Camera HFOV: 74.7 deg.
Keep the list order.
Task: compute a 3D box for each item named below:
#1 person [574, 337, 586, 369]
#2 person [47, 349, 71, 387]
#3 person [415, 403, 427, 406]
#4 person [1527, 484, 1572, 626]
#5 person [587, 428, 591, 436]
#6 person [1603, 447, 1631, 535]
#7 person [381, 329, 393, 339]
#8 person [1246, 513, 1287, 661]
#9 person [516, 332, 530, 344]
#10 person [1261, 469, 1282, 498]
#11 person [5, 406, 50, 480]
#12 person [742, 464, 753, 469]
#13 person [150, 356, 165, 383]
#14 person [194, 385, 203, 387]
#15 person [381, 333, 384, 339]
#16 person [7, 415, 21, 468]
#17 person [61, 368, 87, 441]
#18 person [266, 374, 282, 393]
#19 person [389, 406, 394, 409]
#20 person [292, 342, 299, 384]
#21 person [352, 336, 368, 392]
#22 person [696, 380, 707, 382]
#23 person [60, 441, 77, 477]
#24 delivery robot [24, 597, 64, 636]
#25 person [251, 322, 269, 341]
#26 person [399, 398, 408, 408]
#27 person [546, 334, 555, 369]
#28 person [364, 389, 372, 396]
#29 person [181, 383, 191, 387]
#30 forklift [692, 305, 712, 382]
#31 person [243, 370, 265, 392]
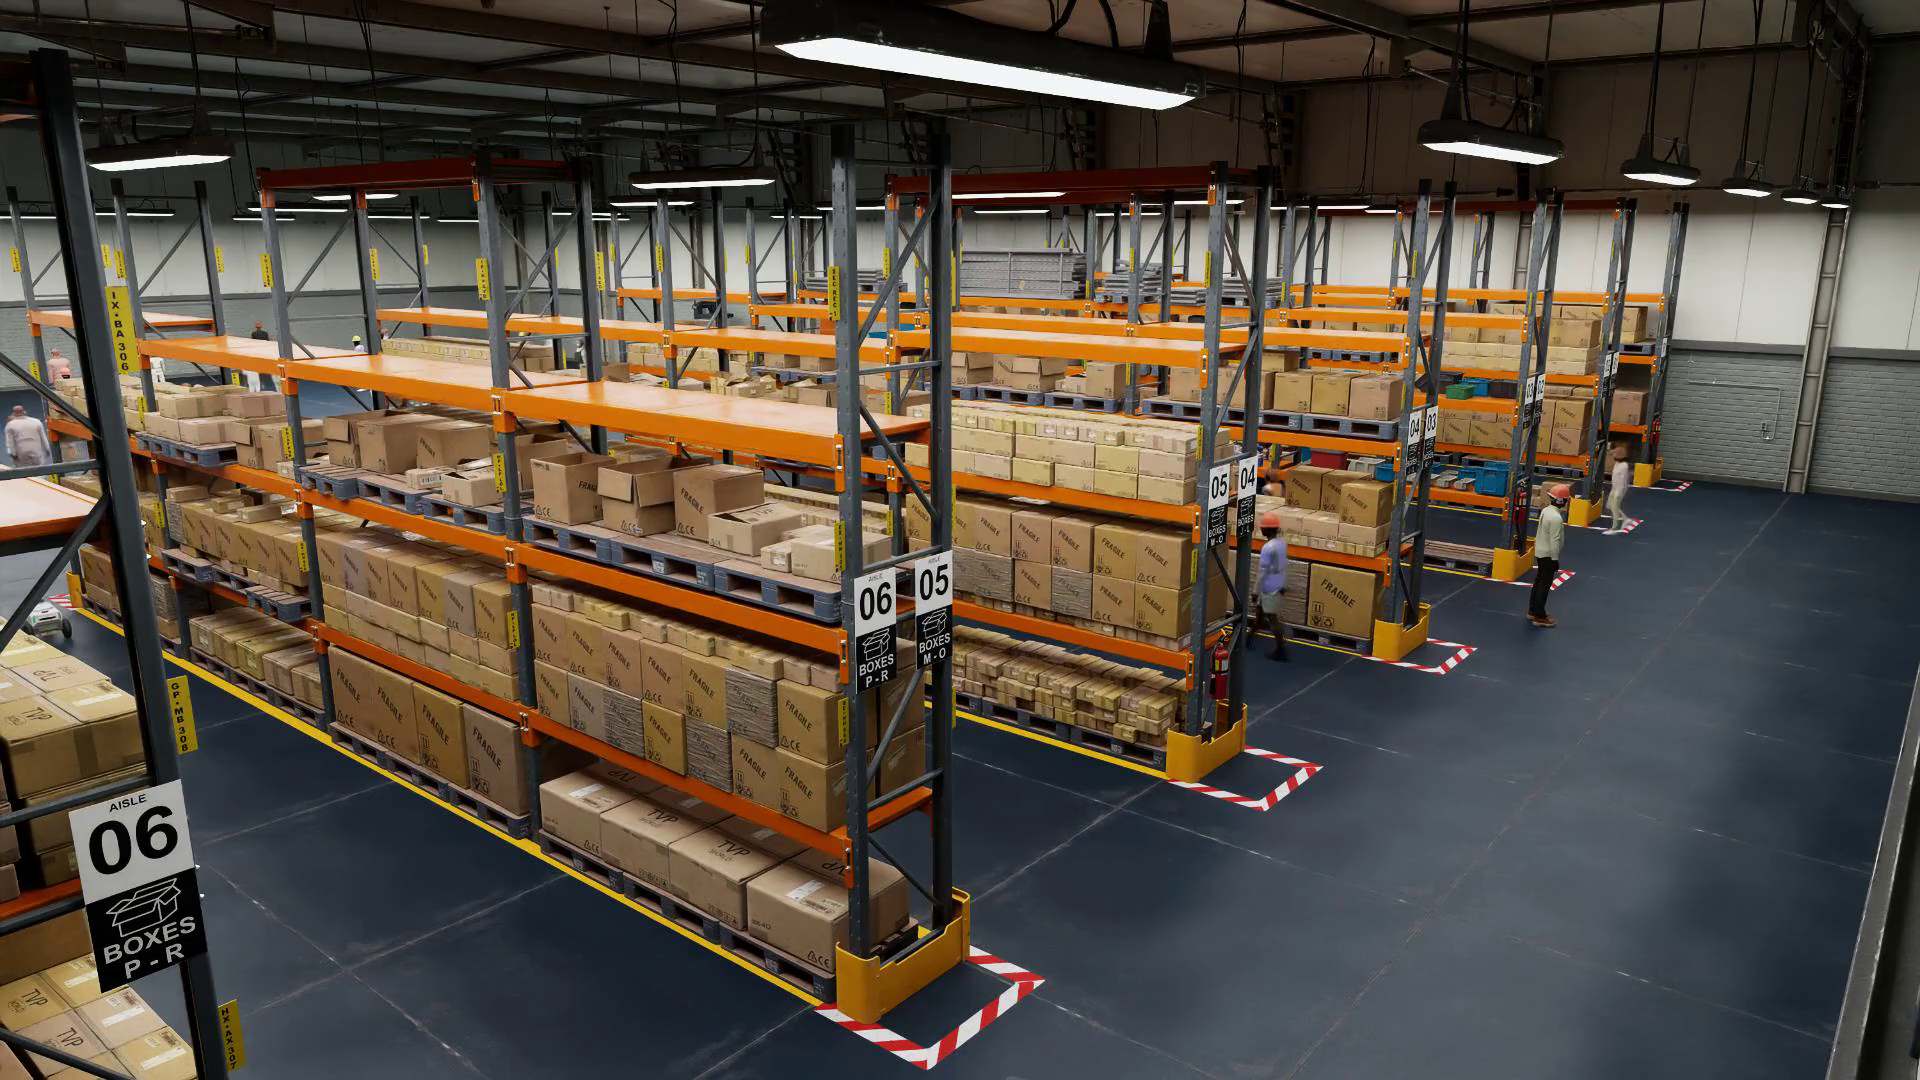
[{"bbox_3d":[-12.896,-5.920,42.820,1.036,2.000,0.701,-13,19,-43],"label":"person"},{"bbox_3d":[-27.915,-4.958,39.049,0.401,1.910,0.641,7,15,26],"label":"person"},{"bbox_3d":[-16.654,-4.853,38.805,0.649,1.810,0.796,-5,15,-21],"label":"person"},{"bbox_3d":[8.292,0.198,17.688,0.409,1.986,0.623,3,14,11],"label":"person"},{"bbox_3d":[-8.437,-2.462,28.824,0.961,1.901,0.544,-6,15,-24],"label":"person"},{"bbox_3d":[12.032,-0.891,22.933,0.431,1.612,0.535,2,14,9],"label":"person"},{"bbox_3d":[-21.781,-7.058,47.787,0.670,1.856,0.937,-4,14,-16],"label":"person"},{"bbox_3d":[3.924,0.575,16.323,0.893,1.891,0.571,10,17,34],"label":"person"},{"bbox_3d":[-16.692,-7.107,48.212,0.542,1.750,0.371,-2,14,-8],"label":"person"},{"bbox_3d":[5.166,-0.387,20.916,0.538,1.585,0.725,-10,17,-35],"label":"person"},{"bbox_3d":[-19.528,-1.876,26.433,0.707,1.874,0.594,-11,17,-38],"label":"person"},{"bbox_3d":[-3.526,-0.456,21.099,0.280,1.634,0.498,9,17,34],"label":"person"},{"bbox_3d":[-26.606,-5.472,41.717,0.315,1.641,0.515,12,18,41],"label":"person"},{"bbox_3d":[-17.809,-2.693,29.669,0.370,1.935,0.552,-9,16,-32],"label":"person"},{"bbox_3d":[-20.711,-6.467,45.233,0.587,1.920,0.391,-9,16,-32],"label":"person"},{"bbox_3d":[-20.131,-1.867,26.974,0.577,1.592,0.674,10,17,35],"label":"person"},{"bbox_3d":[-23.576,-3.595,33.381,0.545,1.938,0.361,-7,16,-28],"label":"person"},{"bbox_3d":[-22.654,-5.600,41.645,0.639,1.924,0.589,0,14,0],"label":"person"},{"bbox_3d":[-15.755,-3.871,34.529,0.963,1.918,0.633,5,14,19],"label":"person"},{"bbox_3d":[-24.678,-6.656,46.219,0.608,1.825,0.622,1,14,6],"label":"person"},{"bbox_3d":[-20.925,-6.148,43.901,0.369,1.928,0.586,-2,14,-7],"label":"person"},{"bbox_3d":[-7.330,-3.994,35.334,1.007,1.789,0.584,12,18,40],"label":"person"},{"bbox_3d":[-18.195,-1.676,25.529,0.501,1.912,0.609,-8,16,-30],"label":"person"},{"bbox_3d":[-12.503,1.025,17.150,0.707,0.478,0.477,13,19,43],"label":"delivery robot"},{"bbox_3d":[-27.549,-7.582,49.656,0.612,1.997,0.376,-10,17,-36],"label":"person"},{"bbox_3d":[-12.534,-2.339,28.427,0.985,1.831,0.598,4,14,16],"label":"person"},{"bbox_3d":[-15.814,-7.292,48.898,0.462,1.798,0.618,-10,17,-35],"label":"person"},{"bbox_3d":[-17.254,-4.498,37.237,0.675,1.856,1.111,-7,16,-28],"label":"person"},{"bbox_3d":[-18.569,-2.835,30.372,0.574,1.881,0.357,2,14,8],"label":"person"},{"bbox_3d":[-9.511,-7.392,47.124,1.873,2.768,1.129,11,17,38],"label":"forklift"},{"bbox_3d":[-21.434,-4.728,38.236,0.528,1.853,0.473,-12,18,-40],"label":"person"}]
